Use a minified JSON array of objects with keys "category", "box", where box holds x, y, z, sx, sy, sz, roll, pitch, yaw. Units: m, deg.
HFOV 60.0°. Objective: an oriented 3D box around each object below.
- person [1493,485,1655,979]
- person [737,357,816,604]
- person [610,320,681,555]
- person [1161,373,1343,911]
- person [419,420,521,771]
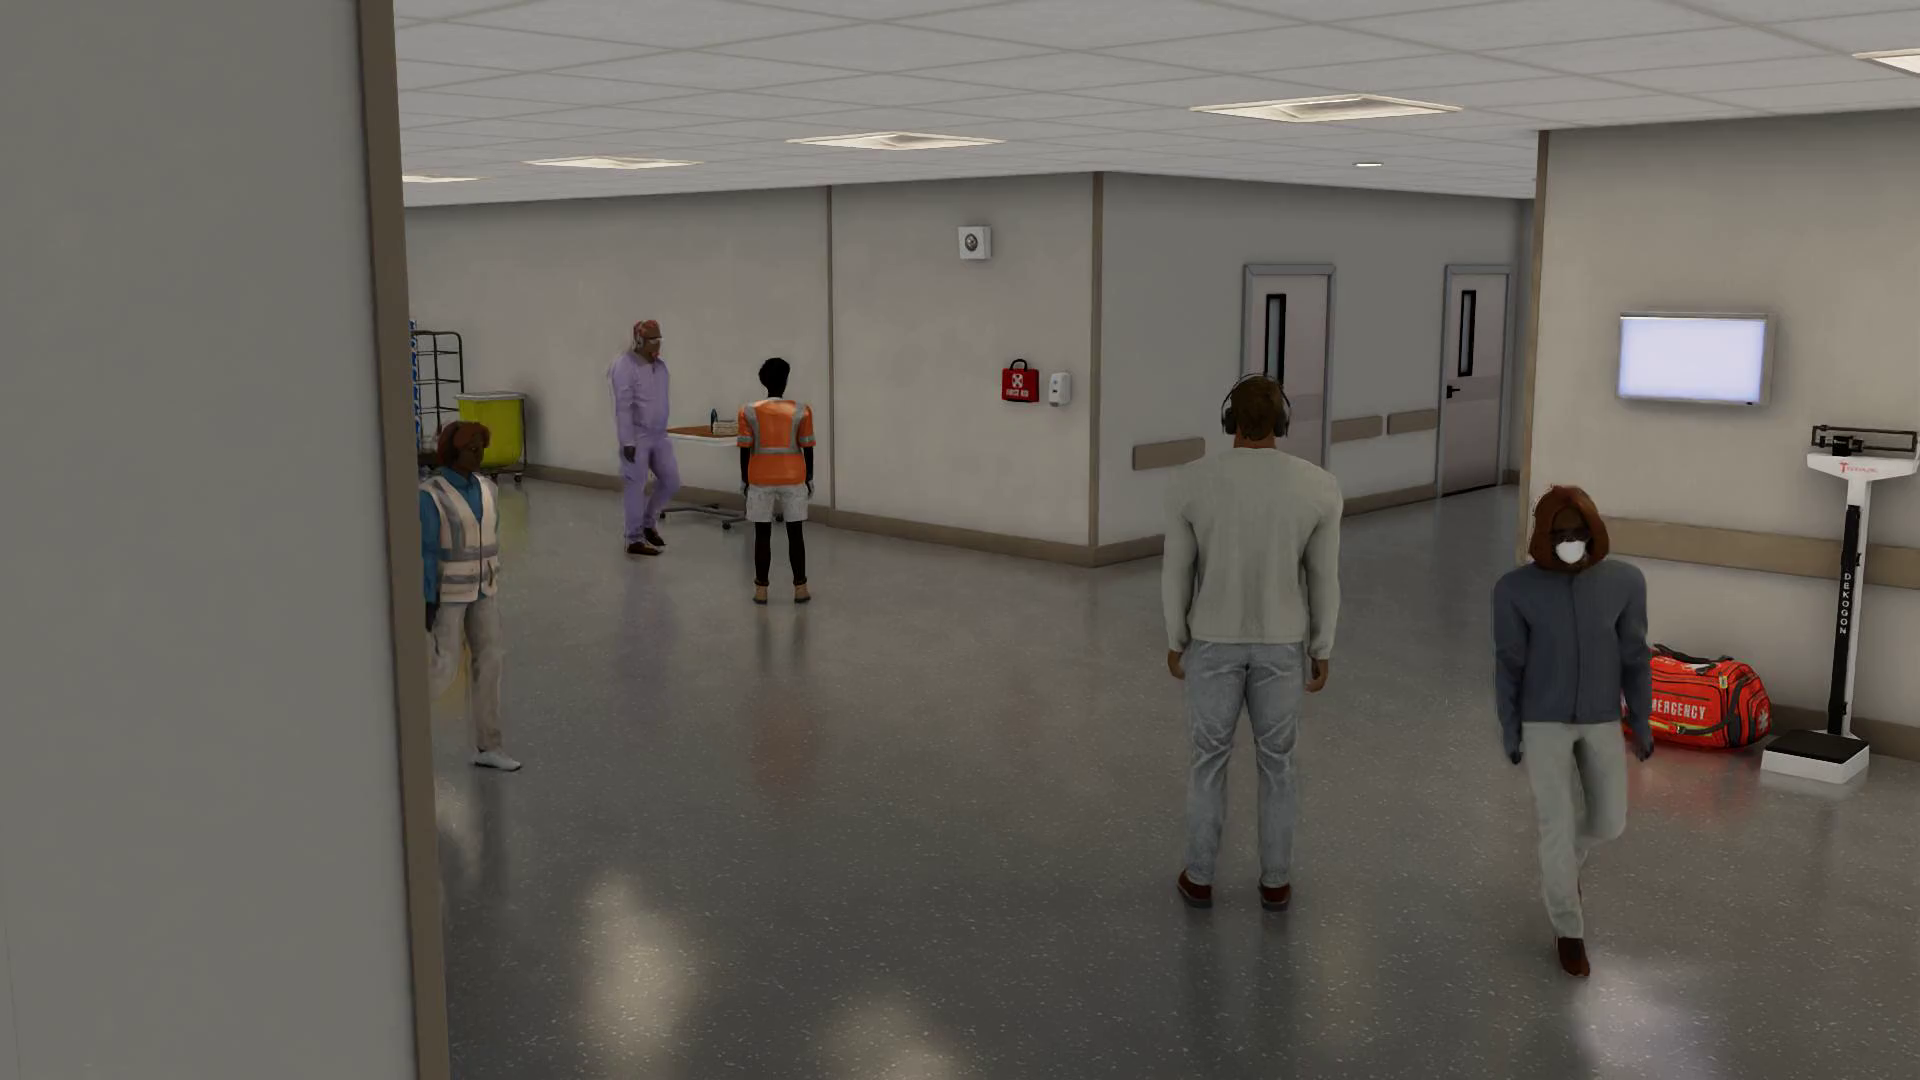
[{"category":"person","box":[2.012,0.598,5.542,0.530,1.608,0.511,1,9,3]},{"category":"person","box":[-1.256,-0.403,11.422,0.540,1.698,0.317,-1,9,-6]},{"category":"person","box":[-2.518,-0.814,13.372,0.419,1.894,0.660,5,11,30]},{"category":"person","box":[1.033,0.375,5.953,0.631,1.936,0.361,1,9,5]},{"category":"person","box":[-2.348,0.250,7.661,0.651,1.612,0.524,5,10,28]}]
